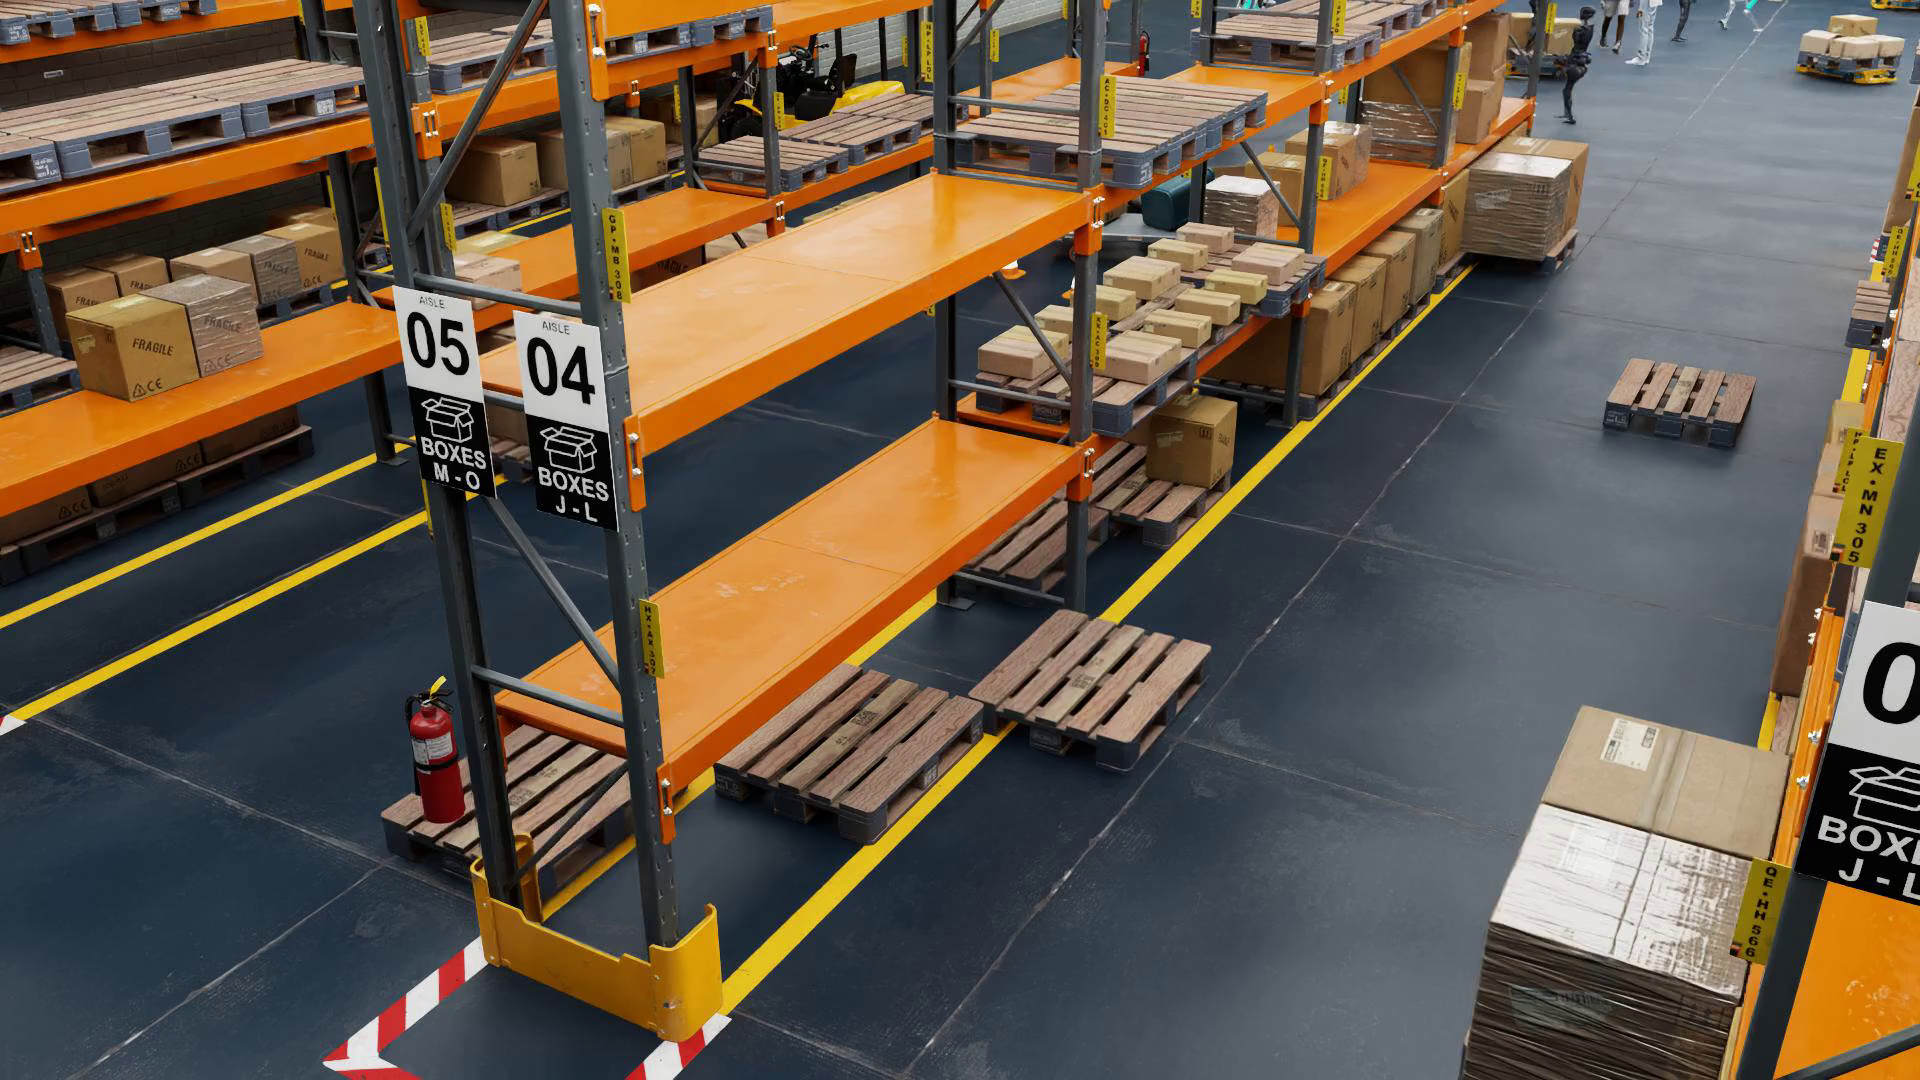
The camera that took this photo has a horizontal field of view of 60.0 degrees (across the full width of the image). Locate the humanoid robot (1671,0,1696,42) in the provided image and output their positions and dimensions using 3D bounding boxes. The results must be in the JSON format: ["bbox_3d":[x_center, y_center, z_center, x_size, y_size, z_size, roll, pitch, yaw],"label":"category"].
[{"bbox_3d":[13.387,-10.031,30.555,0.326,1.651,0.589,16,30,30],"label":"humanoid robot"}]

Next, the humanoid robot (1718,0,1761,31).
[{"bbox_3d":[14.949,-10.546,31.604,0.965,1.773,0.530,3,26,6],"label":"humanoid robot"}]

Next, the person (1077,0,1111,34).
[{"bbox_3d":[2.458,-10.381,31.044,0.692,1.892,0.726,-22,34,-38],"label":"person"}]

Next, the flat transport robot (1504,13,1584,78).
[{"bbox_3d":[9.585,-7.864,27.682,1.431,0.231,0.659,2,26,3],"label":"flat transport robot"}]

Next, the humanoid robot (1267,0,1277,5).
[{"bbox_3d":[6.487,-11.948,34.539,0.748,1.834,0.536,-6,26,-12],"label":"humanoid robot"}]

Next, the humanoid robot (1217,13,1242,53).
[{"bbox_3d":[3.843,-6.650,23.542,0.588,1.637,0.500,16,30,30],"label":"humanoid robot"}]

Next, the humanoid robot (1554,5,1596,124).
[{"bbox_3d":[8.828,-6.837,23.931,0.422,1.654,0.603,20,32,36],"label":"humanoid robot"}]

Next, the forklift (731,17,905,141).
[{"bbox_3d":[-1.819,-5.975,21.543,2.313,2.155,1.214,14,29,26],"label":"forklift"}]

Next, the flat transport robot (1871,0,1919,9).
[{"bbox_3d":[19.695,-11.105,34.418,1.431,0.231,0.659,10,28,21],"label":"flat transport robot"}]

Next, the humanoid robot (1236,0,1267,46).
[{"bbox_3d":[5.110,-9.548,29.534,0.565,1.759,0.911,19,32,34],"label":"humanoid robot"}]

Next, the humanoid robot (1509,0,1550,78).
[{"bbox_3d":[9.429,-8.408,27.218,0.637,1.621,0.608,13,28,25],"label":"humanoid robot"}]

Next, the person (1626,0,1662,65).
[{"bbox_3d":[11.727,-9.083,28.321,0.390,1.914,0.589,22,34,38],"label":"person"}]

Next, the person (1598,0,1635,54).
[{"bbox_3d":[11.660,-9.606,29.428,0.643,1.897,0.995,3,26,7],"label":"person"}]

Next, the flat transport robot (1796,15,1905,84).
[{"bbox_3d":[14.568,-7.722,27.388,0.659,0.231,1.431,-11,28,-22],"label":"flat transport robot"}]
